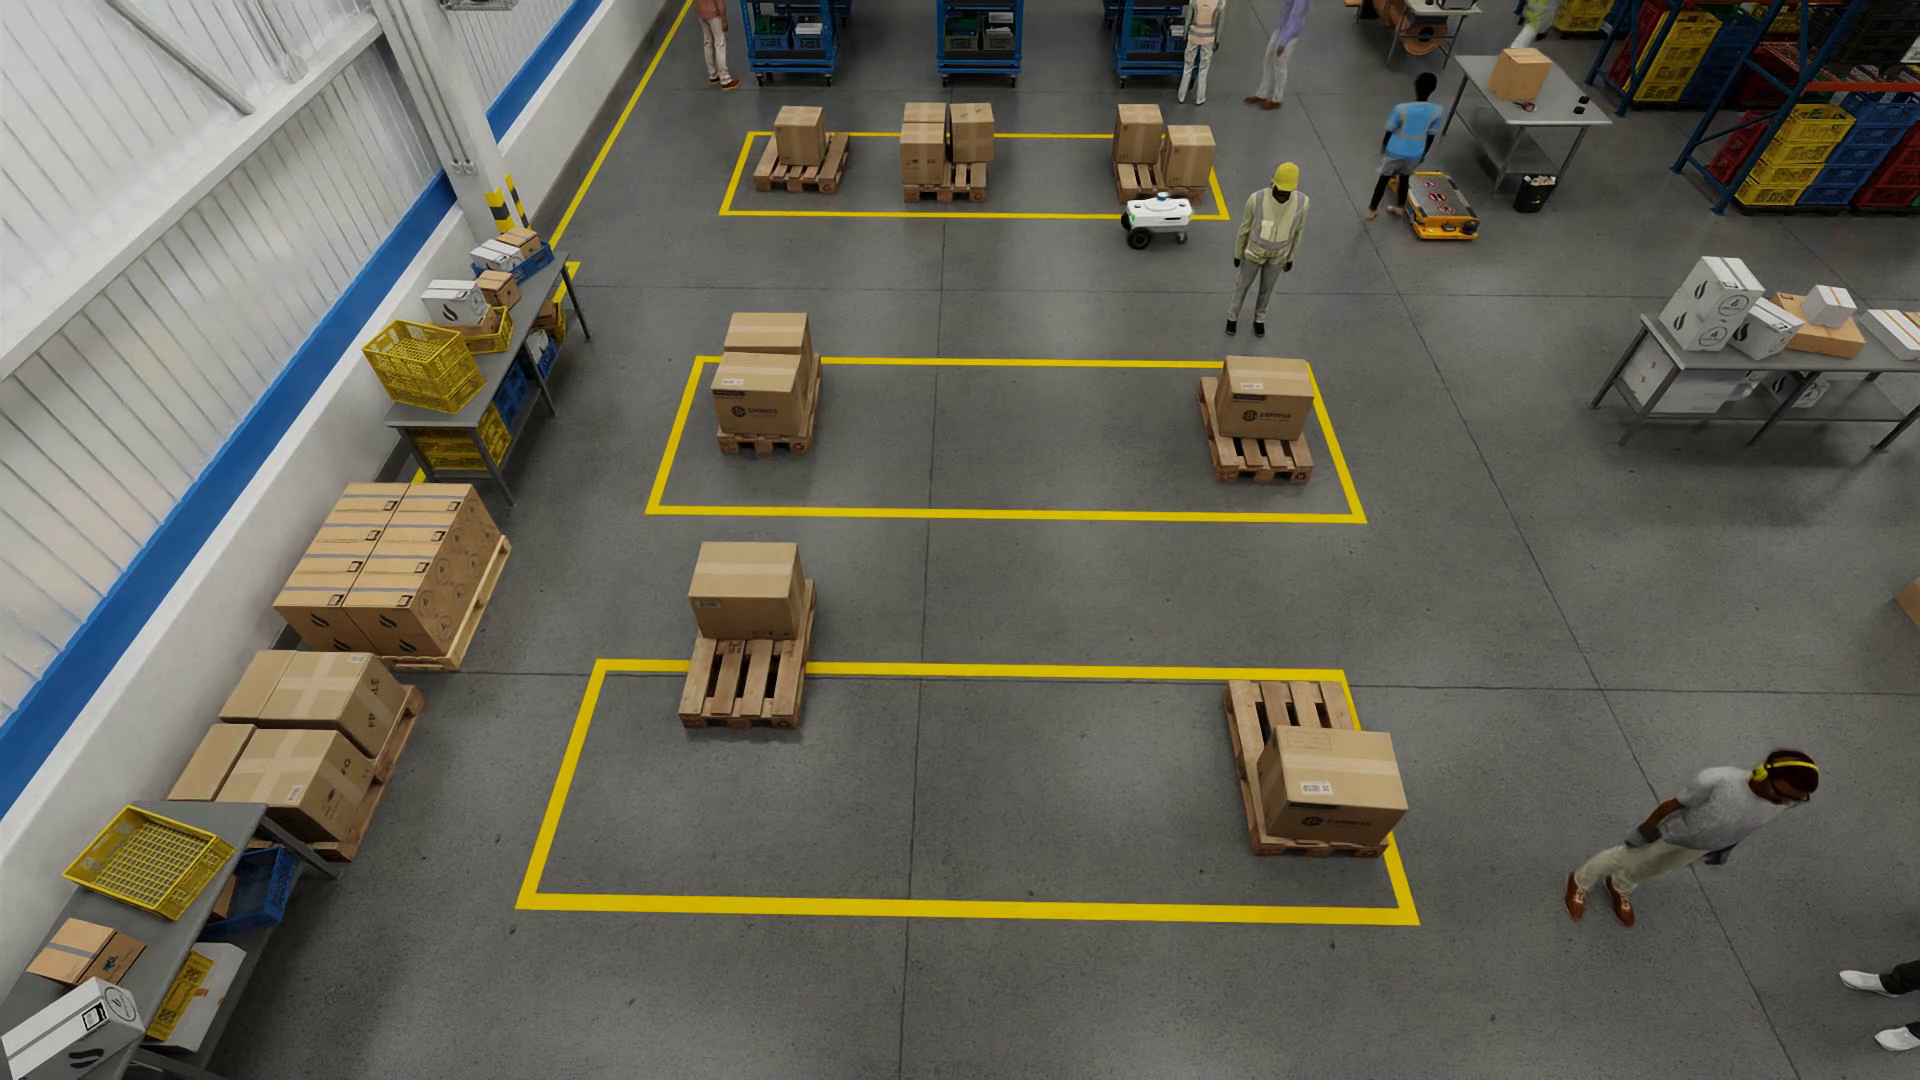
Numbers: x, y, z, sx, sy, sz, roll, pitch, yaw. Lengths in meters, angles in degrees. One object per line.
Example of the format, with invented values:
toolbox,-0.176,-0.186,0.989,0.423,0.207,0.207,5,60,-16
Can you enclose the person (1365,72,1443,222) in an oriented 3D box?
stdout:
person,5.057,-4.437,10.424,0.567,1.680,0.404,7,50,6

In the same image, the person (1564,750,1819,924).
person,4.002,1.644,5.048,0.533,1.861,0.310,7,50,6

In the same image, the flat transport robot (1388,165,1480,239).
flat transport robot,5.692,-4.094,11.059,0.652,0.197,1.431,1,49,1

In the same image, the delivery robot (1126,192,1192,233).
delivery robot,2.279,-3.739,10.505,0.707,0.478,0.477,-3,49,-2

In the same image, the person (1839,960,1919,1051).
person,5.396,2.129,4.590,0.391,1.920,0.593,1,49,1

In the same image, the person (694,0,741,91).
person,-3.450,-7.360,12.765,0.610,1.985,0.412,32,56,25

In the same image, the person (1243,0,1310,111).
person,4.313,-6.787,12.304,0.531,1.920,0.664,5,49,5

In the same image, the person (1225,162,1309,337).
person,2.968,-2.798,8.918,0.591,1.825,0.403,4,49,4

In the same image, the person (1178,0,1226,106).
person,3.288,-6.806,12.506,0.525,1.639,0.307,14,51,12

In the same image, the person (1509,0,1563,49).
person,7.978,-7.202,12.731,0.480,1.820,0.650,14,51,12
